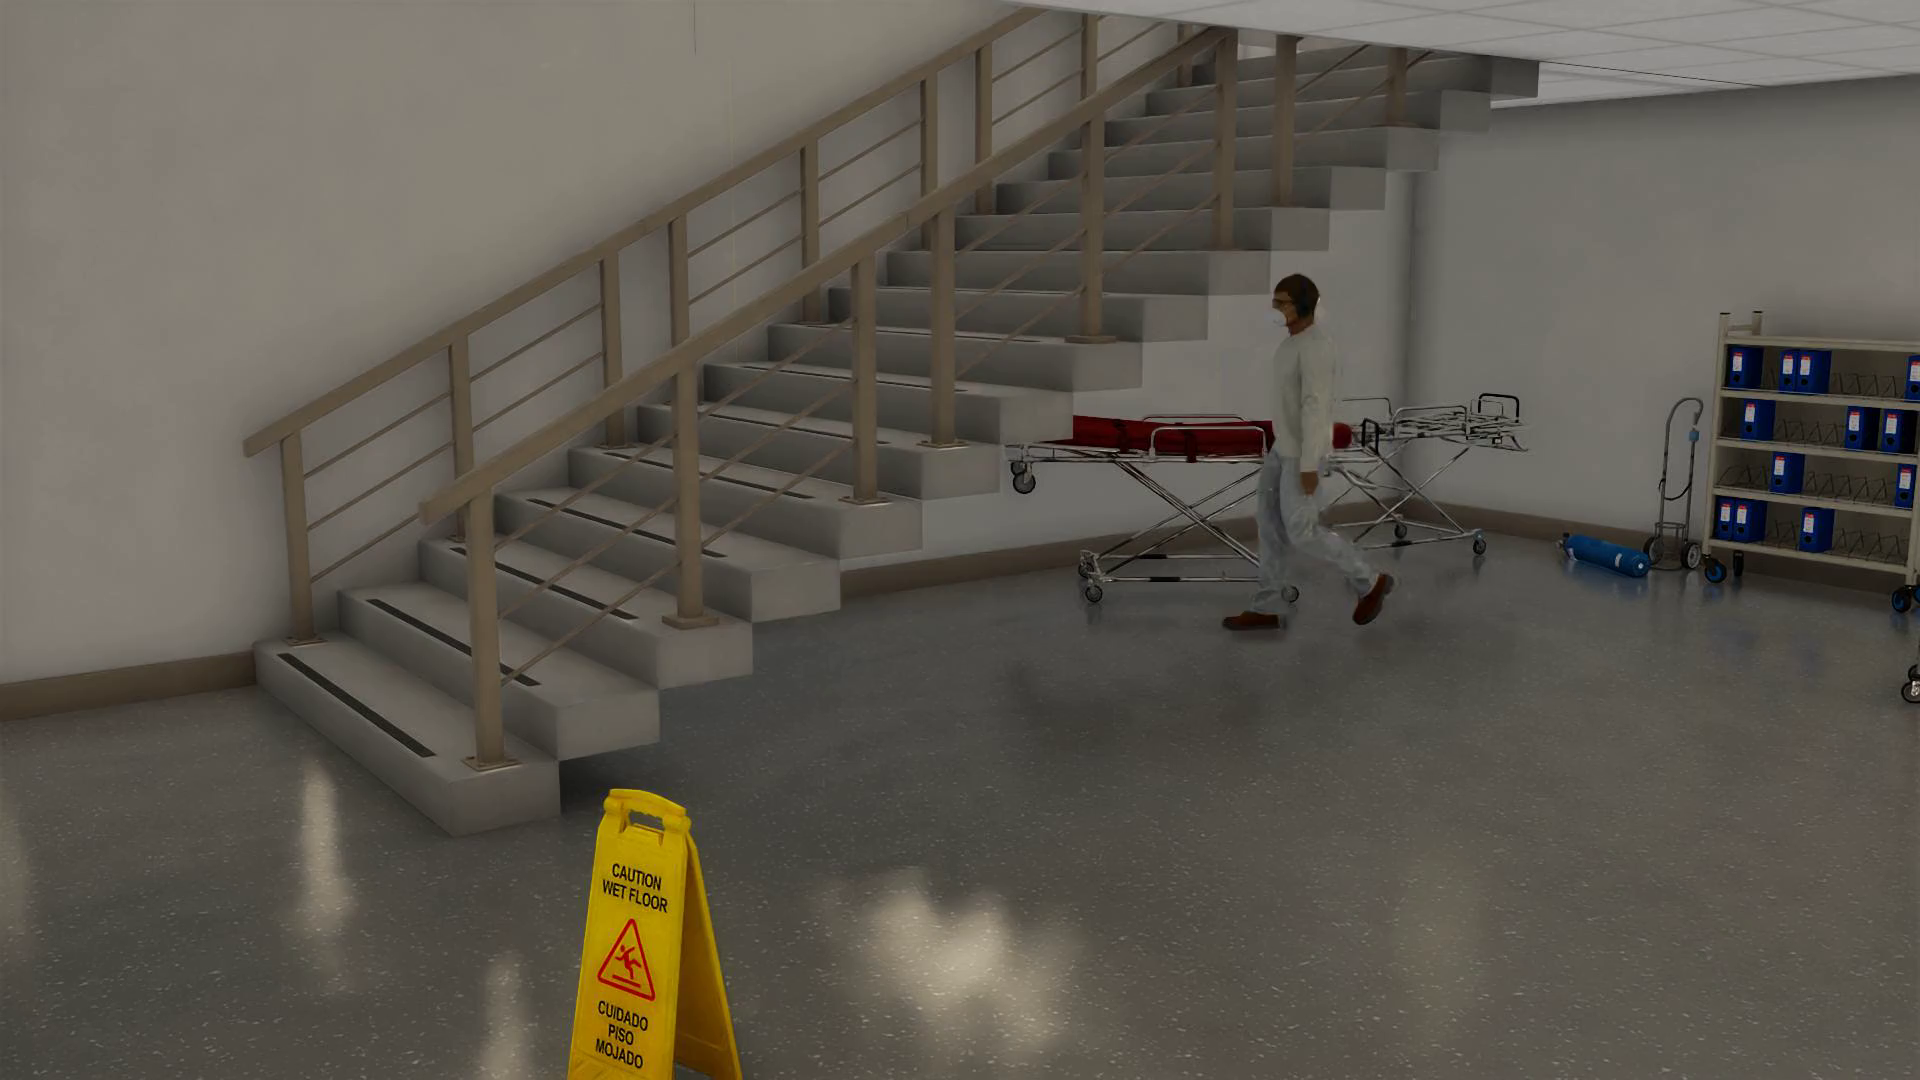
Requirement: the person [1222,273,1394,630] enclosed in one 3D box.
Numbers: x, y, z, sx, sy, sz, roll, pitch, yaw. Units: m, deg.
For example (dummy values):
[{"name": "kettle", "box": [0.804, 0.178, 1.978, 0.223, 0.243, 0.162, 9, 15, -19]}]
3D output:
[{"name": "person", "box": [1.852, -0.445, 8.782, 0.807, 1.915, 0.641, -1, 10, -4]}]
